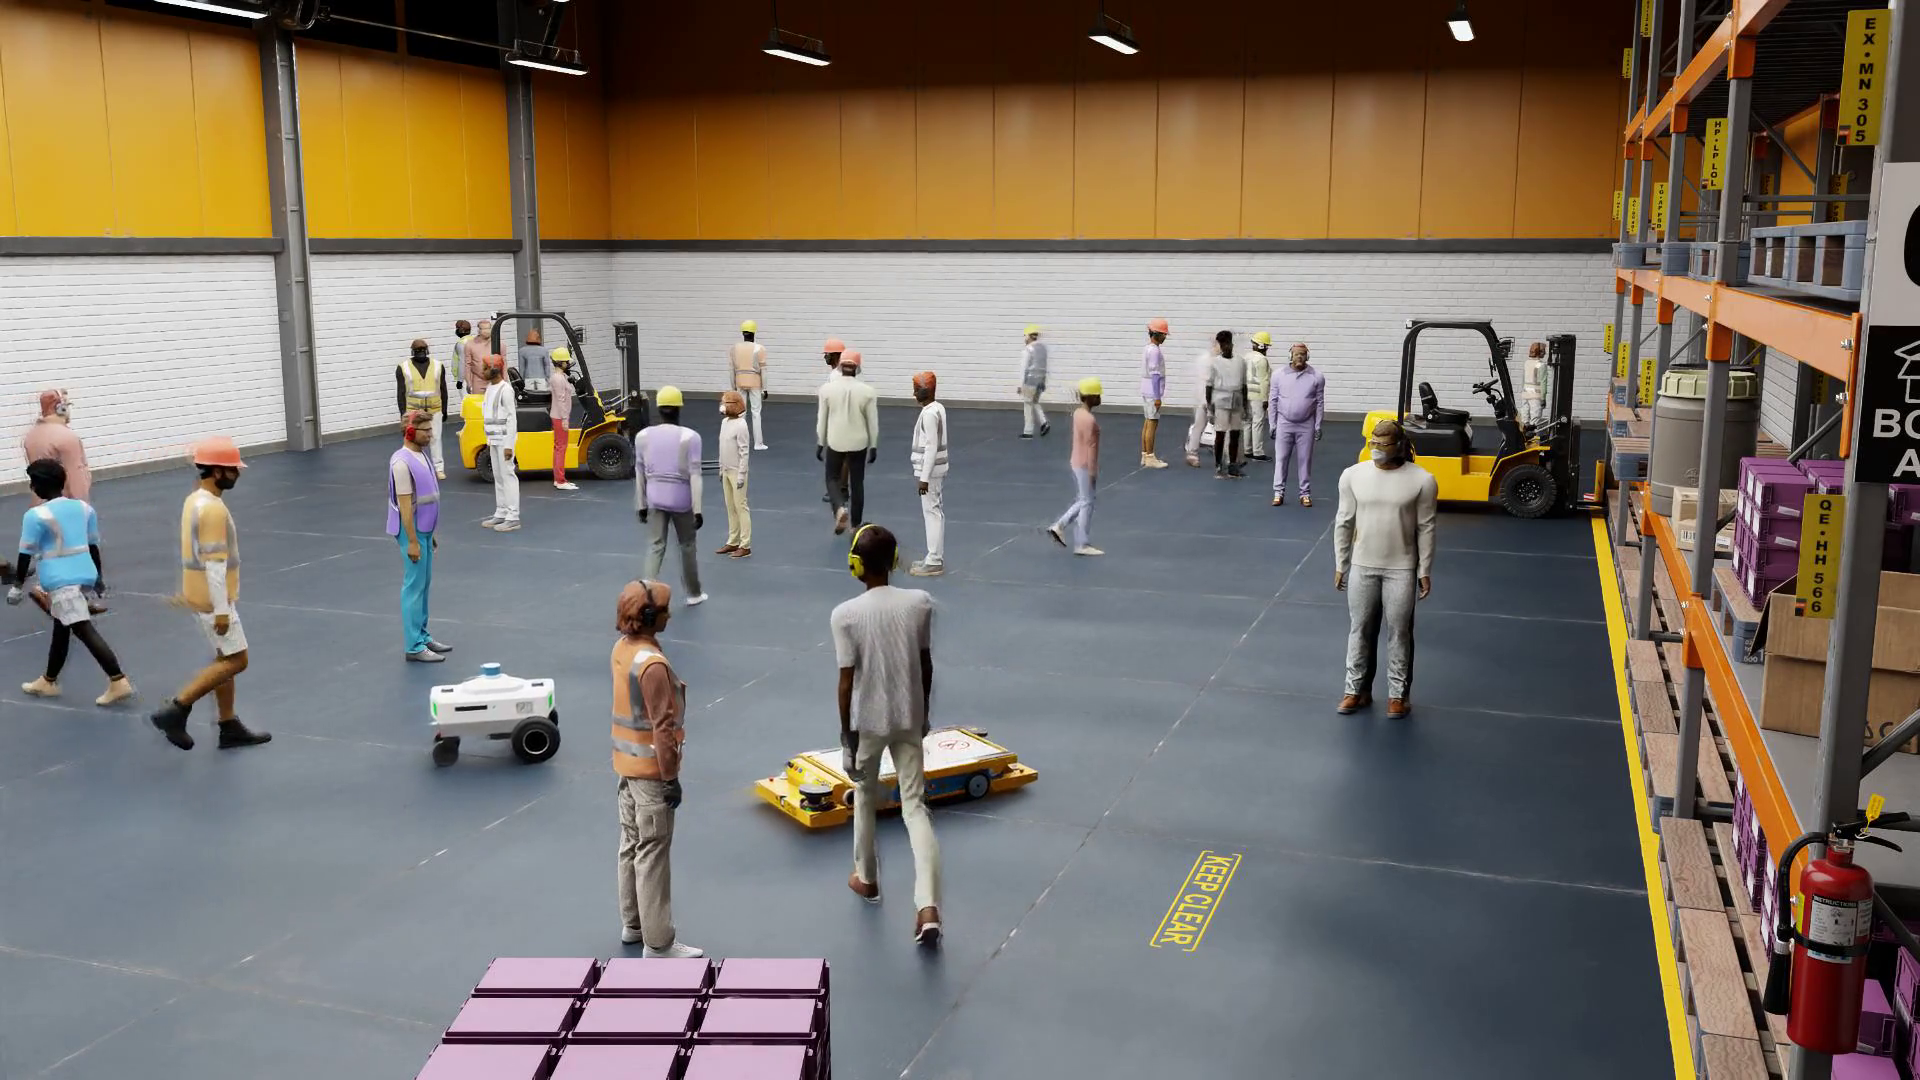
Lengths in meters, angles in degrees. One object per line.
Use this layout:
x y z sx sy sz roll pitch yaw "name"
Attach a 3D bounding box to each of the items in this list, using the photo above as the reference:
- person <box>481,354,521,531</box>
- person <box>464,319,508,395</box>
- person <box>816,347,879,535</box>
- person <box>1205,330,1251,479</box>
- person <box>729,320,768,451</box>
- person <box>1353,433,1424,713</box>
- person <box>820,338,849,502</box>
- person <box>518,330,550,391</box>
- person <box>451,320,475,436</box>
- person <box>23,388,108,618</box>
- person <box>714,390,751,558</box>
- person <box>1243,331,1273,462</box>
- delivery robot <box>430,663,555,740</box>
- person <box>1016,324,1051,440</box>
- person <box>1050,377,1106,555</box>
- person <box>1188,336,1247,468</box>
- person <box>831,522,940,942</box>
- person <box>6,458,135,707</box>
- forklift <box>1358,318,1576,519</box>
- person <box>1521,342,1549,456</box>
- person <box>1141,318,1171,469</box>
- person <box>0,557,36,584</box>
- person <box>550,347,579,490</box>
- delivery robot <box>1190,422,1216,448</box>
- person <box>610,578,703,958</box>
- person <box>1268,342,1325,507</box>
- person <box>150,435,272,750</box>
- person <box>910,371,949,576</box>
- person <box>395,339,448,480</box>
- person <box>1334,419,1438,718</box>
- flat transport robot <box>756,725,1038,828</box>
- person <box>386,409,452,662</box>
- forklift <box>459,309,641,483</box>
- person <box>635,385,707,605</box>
-4.898 -1.038 17.708 0.362 1.883 0.575 -7 12 -35 "person"
-7.188 -2.386 25.302 0.665 1.920 0.417 -4 11 -22 "person"
-1.157 -0.995 17.187 0.665 1.976 0.652 -1 10 -6 "person"
3.503 -1.739 21.557 0.712 1.942 0.366 -3 11 -18 "person"
-3.110 -2.278 24.571 0.591 1.927 0.366 2 10 13 "person"
2.803 0.205 10.832 0.506 1.841 0.346 4 11 23 "person"
-1.469 -1.415 19.676 0.361 1.938 0.545 1 10 3 "person"
-7.013 -2.638 27.420 0.501 1.633 0.281 -2 10 -11 "person"
-7.897 -2.587 26.551 0.429 1.844 0.626 0 10 2 "person"
-7.238 -0.279 13.391 0.662 1.891 0.604 7 12 36 "person"
-2.211 -0.645 16.193 0.280 1.636 0.500 -7 12 -33 "person"
4.190 -2.012 23.366 0.403 1.823 0.586 -3 11 -17 "person"
-2.767 0.974 9.856 0.707 0.478 0.477 -3 11 -15 "delivery robot"
1.125 -2.456 25.932 0.451 1.809 0.677 8 13 38 "person"
1.195 -0.711 16.229 0.446 1.759 0.525 -2 10 -9 "person"
3.466 -1.865 22.473 0.660 1.837 1.037 -6 12 -30 "person"
-0.303 0.832 7.369 0.524 1.824 0.968 -3 11 -19 "person"
-5.877 0.281 10.971 0.914 1.643 0.537 2 10 11 "person"
5.787 -1.437 19.079 2.313 2.155 1.214 3 11 19 "forklift"
8.270 -2.027 23.978 0.314 1.636 0.515 -3 10 -16 "person"
2.663 -1.993 22.656 0.388 2.036 0.605 -1 10 -3 "person"
-8.716 -0.473 14.536 0.568 1.879 1.015 10 14 44 "person"
-4.934 -1.506 20.676 0.311 1.768 0.532 -3 11 -18 "person"
3.632 -1.532 23.969 0.477 0.478 0.707 -6 12 -30 "delivery robot"
-1.320 0.975 7.060 0.307 1.639 0.513 -6 12 -30 "person"
3.898 -1.336 19.310 0.642 1.913 0.408 2 10 9 "person"
-4.479 0.337 9.883 0.585 1.914 0.577 -7 12 -33 "person"
-0.287 -0.614 15.311 0.356 1.887 0.572 1 10 5 "person"
-6.918 -1.673 21.443 0.631 1.837 0.430 -5 11 -27 "person"
2.720 0.182 10.689 0.634 1.936 0.351 4 11 21 "person"
-0.339 1.281 9.184 1.431 0.197 0.652 -6 12 -32 "flat transport robot"
-3.979 -0.035 12.167 0.389 1.845 0.567 -1 10 -6 "person"
-5.354 -1.902 21.697 2.313 2.155 1.214 -2 10 -13 "forklift"
-2.393 -0.334 13.737 0.599 1.891 0.891 2 10 12 "person"
